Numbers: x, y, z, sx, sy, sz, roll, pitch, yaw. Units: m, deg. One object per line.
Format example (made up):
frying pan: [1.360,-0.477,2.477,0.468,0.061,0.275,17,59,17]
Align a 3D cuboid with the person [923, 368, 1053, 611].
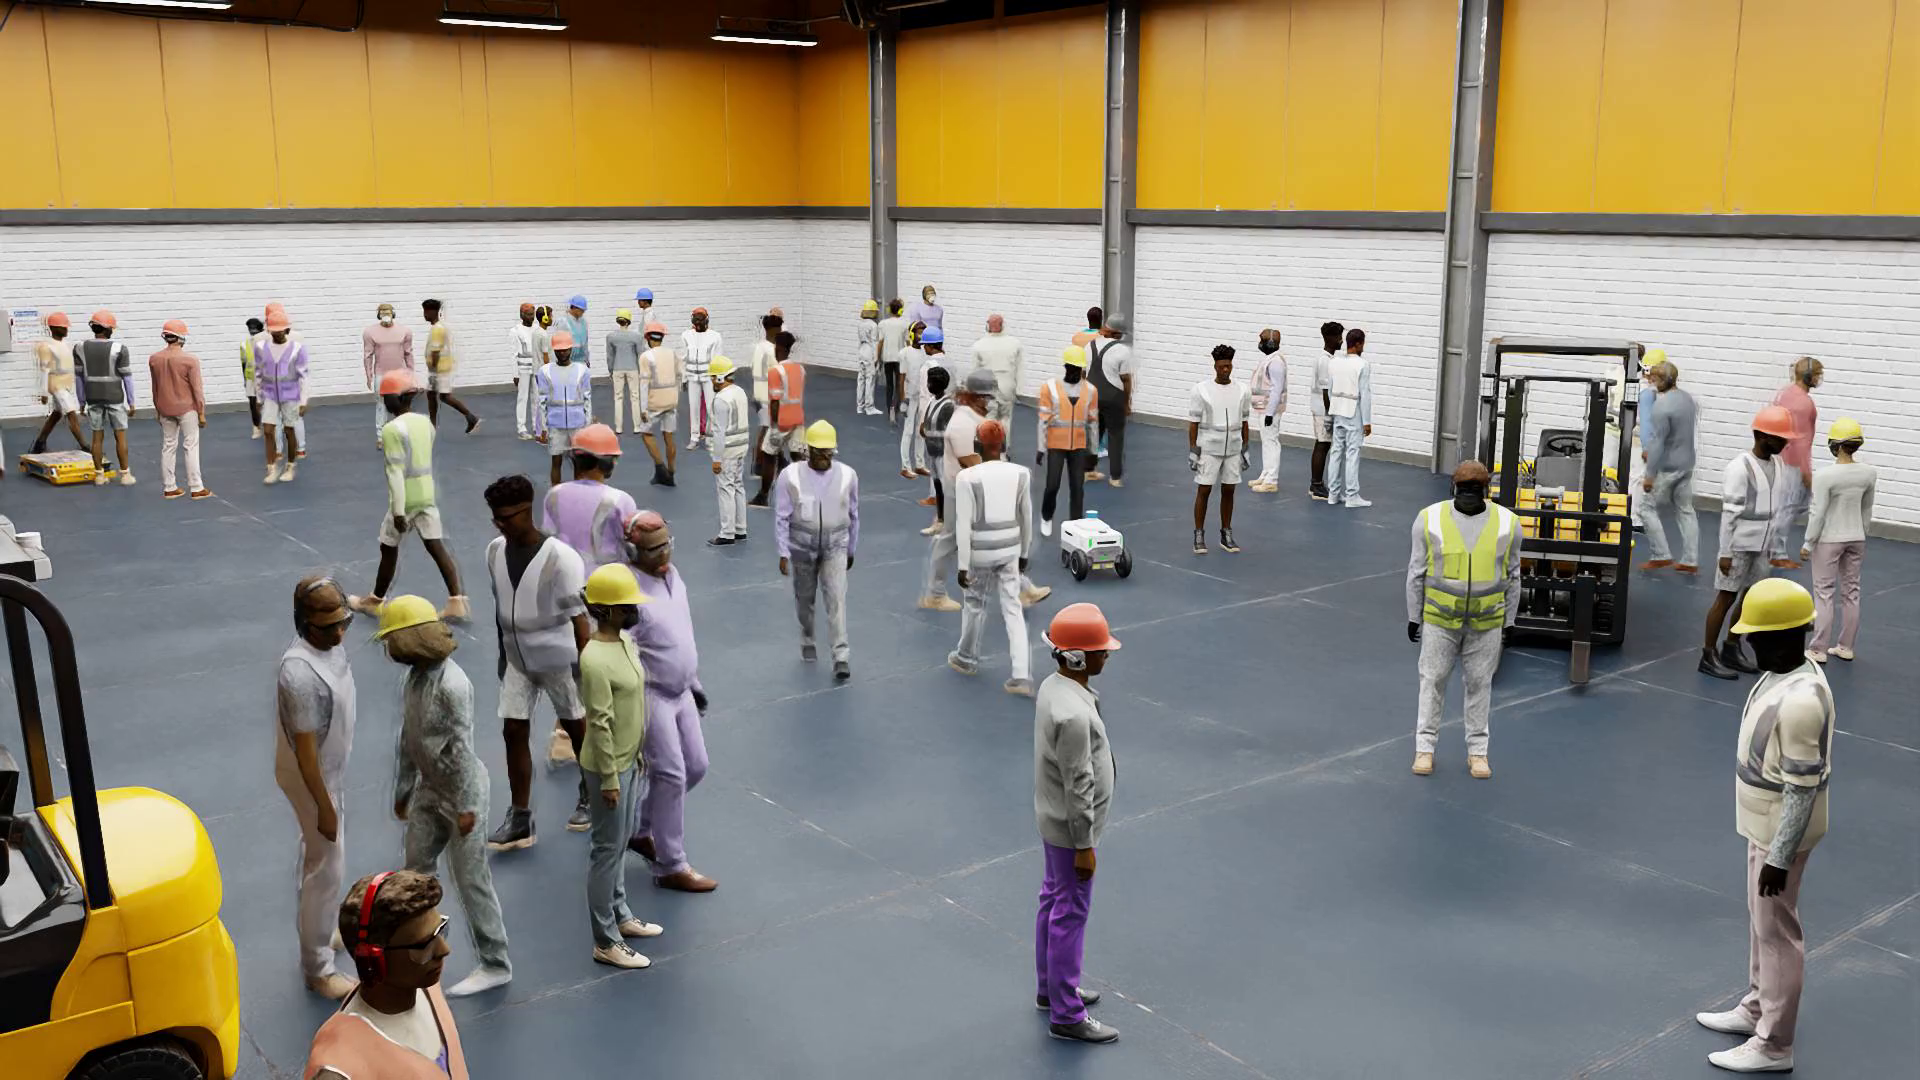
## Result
person: [0.173,-0.407,13.202,1.056,2.000,0.686,5,13,22]

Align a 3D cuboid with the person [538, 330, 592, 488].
person: [-4.107,-1.214,17.347,0.548,1.938,0.358,-3,12,-15]

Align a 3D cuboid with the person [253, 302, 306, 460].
person: [-8.576,-2.006,21.026,0.612,1.997,0.376,-8,14,-33]

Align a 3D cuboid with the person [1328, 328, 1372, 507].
person: [4.178,-1.313,17.887,0.390,1.914,0.587,-7,14,-32]

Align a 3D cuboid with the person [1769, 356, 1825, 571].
person: [7.433,-0.668,14.768,0.436,1.923,0.634,5,13,21]

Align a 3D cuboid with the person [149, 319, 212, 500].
person: [-8.585,-1.436,18.321,0.609,1.985,0.409,2,12,10]

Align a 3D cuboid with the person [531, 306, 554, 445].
person: [-5.584,-2.212,22.365,0.322,1.862,0.512,-6,13,-28]

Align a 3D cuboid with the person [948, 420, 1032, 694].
person: [0.227,0.098,11.284,0.605,1.833,0.991,-5,13,-24]

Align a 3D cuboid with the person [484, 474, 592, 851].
person: [-2.167,0.627,8.486,0.766,1.910,0.904,5,13,24]

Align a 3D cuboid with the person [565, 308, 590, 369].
person: [-5.895,-2.719,25.349,0.520,1.633,0.313,-10,15,-40]

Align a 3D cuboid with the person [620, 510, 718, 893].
person: [-1.445,0.767,7.935,0.506,1.876,0.672,3,12,14]

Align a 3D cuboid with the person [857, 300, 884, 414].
person: [-1.385,-2.798,25.475,0.318,1.743,0.487,-9,15,-36]

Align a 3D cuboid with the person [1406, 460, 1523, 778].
person: [2.880,0.452,9.537,0.634,1.841,0.429,2,12,10]

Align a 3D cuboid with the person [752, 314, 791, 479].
person: [-2.136,-1.694,19.644,0.791,1.934,0.633,-6,13,-26]

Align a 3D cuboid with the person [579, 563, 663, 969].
person: [-1.487,0.965,7.236,0.305,1.771,0.525,0,12,0]

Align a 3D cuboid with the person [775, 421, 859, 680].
person: [-0.986,0.058,11.592,0.595,1.783,0.943,-2,12,-9]

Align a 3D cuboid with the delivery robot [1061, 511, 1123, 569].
delivery robot: [1.160,-0.015,14.688,0.477,0.478,0.707,-4,12,-17]

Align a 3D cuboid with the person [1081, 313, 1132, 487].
person: [1.695,-1.643,19.169,0.722,2.000,0.553,11,16,43]

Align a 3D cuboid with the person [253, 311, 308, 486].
person: [-7.829,-1.618,19.133,0.636,2.003,0.833,-1,12,-6]

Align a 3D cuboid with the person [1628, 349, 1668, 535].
person: [6.773,-0.970,16.438,0.404,1.829,0.592,3,12,15]

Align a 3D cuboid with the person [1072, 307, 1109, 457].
person: [1.695,-2.015,21.272,0.590,1.917,0.391,8,14,34]

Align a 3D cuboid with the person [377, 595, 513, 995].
person: [-2.193,1.068,6.898,0.499,1.714,0.481,10,16,41]

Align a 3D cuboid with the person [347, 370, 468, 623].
person: [-4.326,-0.329,12.960,1.066,1.983,0.636,4,12,17]

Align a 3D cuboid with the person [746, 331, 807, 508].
person: [-1.822,-1.255,17.627,0.944,1.915,0.635,7,14,30]

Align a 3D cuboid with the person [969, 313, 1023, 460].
person: [0.430,-1.836,20.459,0.667,1.884,0.499,-2,12,-9]

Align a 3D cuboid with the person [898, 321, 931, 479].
person: [-0.512,-1.656,19.674,0.326,1.862,0.512,11,16,43]

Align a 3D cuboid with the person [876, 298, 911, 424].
person: [-0.971,-2.620,24.409,0.546,1.837,0.798,2,12,8]

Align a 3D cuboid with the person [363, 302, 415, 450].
person: [-7.506,-2.159,21.910,0.633,1.938,0.356,-5,13,-24]

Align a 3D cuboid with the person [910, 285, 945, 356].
person: [-0.498,-3.025,26.092,0.627,1.941,0.370,-10,15,-39]

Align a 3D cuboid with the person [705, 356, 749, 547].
person: [-2.220,-0.844,15.856,0.403,1.820,0.596,3,12,13]

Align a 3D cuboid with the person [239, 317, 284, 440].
person: [-9.659,-2.257,23.042,0.539,1.673,0.739,0,12,-1]

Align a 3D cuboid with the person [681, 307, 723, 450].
person: [-3.386,-2.111,21.838,0.577,1.879,0.352,3,12,13]

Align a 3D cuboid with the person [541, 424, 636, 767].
person: [-2.194,0.306,9.930,0.636,1.982,1.068,6,13,27]

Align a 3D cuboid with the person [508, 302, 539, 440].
person: [-5.915,-2.313,22.823,0.349,1.879,0.568,9,14,36]

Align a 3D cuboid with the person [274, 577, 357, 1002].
person: [-2.667,1.003,6.982,0.384,1.810,0.712,-2,12,-10]

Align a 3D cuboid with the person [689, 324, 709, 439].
person: [-3.578,-2.212,22.932,0.280,1.624,0.493,4,12,18]

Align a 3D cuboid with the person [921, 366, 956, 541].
person: [-0.184,-0.841,16.122,0.322,1.699,0.536,-4,12,-20]

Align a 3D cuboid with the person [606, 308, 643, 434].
person: [-4.681,-2.363,23.315,0.527,1.768,0.317,0,12,-1]

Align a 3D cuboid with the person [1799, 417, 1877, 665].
person: [6.237,0.009,11.855,0.523,1.769,0.315,-3,12,-15]

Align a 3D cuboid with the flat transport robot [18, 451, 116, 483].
flat transport robot: [-10.653,-0.885,19.808,0.652,0.197,1.431,-11,16,-43]

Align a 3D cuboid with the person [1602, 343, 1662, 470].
person: [6.864,-1.111,17.091,0.624,1.841,0.430,6,13,26]

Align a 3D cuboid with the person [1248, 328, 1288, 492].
person: [3.478,-1.467,18.803,0.429,1.845,0.621,1,12,5]

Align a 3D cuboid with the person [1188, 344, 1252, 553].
person: [2.427,-0.850,15.522,0.614,1.963,0.362,-2,12,-11]

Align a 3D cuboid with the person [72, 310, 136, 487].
person: [-9.786,-1.616,19.068,0.619,2.031,0.402,-2,12,-8]

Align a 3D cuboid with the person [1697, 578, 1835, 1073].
person: [3.069,1.082,6.313,0.390,1.917,0.585,4,12,20]

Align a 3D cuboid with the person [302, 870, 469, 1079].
person: [-1.287,1.634,3.819,0.389,1.844,0.563,0,12,-1]

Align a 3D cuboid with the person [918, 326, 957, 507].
person: [-0.256,-1.323,17.886,0.427,1.938,0.604,7,13,29]

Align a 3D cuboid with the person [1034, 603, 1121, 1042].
person: [0.461,1.104,6.602,0.326,1.751,0.559,-1,12,-6]

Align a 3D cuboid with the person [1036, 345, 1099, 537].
person: [1.032,-0.913,15.942,0.646,1.913,0.545,-4,12,-17]

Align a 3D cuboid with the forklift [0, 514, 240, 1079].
forklift: [-3.687,1.115,5.480,2.313,2.155,1.214,-9,15,-36]

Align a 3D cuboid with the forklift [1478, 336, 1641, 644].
forklift: [4.683,-0.471,13.136,1.214,2.155,2.313,4,12,20]

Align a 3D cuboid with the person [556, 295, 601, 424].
person: [-5.743,-2.669,24.535,0.970,1.884,0.637,8,14,33]

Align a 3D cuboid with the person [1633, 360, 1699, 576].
person: [6.213,-0.607,14.502,0.707,1.904,0.531,-11,16,-42]

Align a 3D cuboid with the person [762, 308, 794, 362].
person: [-2.781,-2.745,25.517,0.519,1.623,0.488,-6,13,-26]

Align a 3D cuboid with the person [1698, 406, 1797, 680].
person: [5.441,0.024,11.434,0.565,1.919,0.451,-7,13,-29]

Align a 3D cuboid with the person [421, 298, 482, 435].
person: [-7.157,-2.396,23.097,0.864,1.937,0.618,-4,12,-18]

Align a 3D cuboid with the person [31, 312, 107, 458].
person: [-11.407,-1.947,21.050,1.012,1.888,0.561,0,12,2]

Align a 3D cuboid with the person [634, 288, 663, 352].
person: [-4.696,-2.834,25.146,0.406,1.946,0.608,-1,12,-5]

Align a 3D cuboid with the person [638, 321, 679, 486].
person: [-3.456,-1.558,19.081,0.589,1.901,0.426,-11,16,-44]

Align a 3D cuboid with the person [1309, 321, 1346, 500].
person: [4.039,-1.428,18.312,0.361,1.964,0.617,1,12,6]
